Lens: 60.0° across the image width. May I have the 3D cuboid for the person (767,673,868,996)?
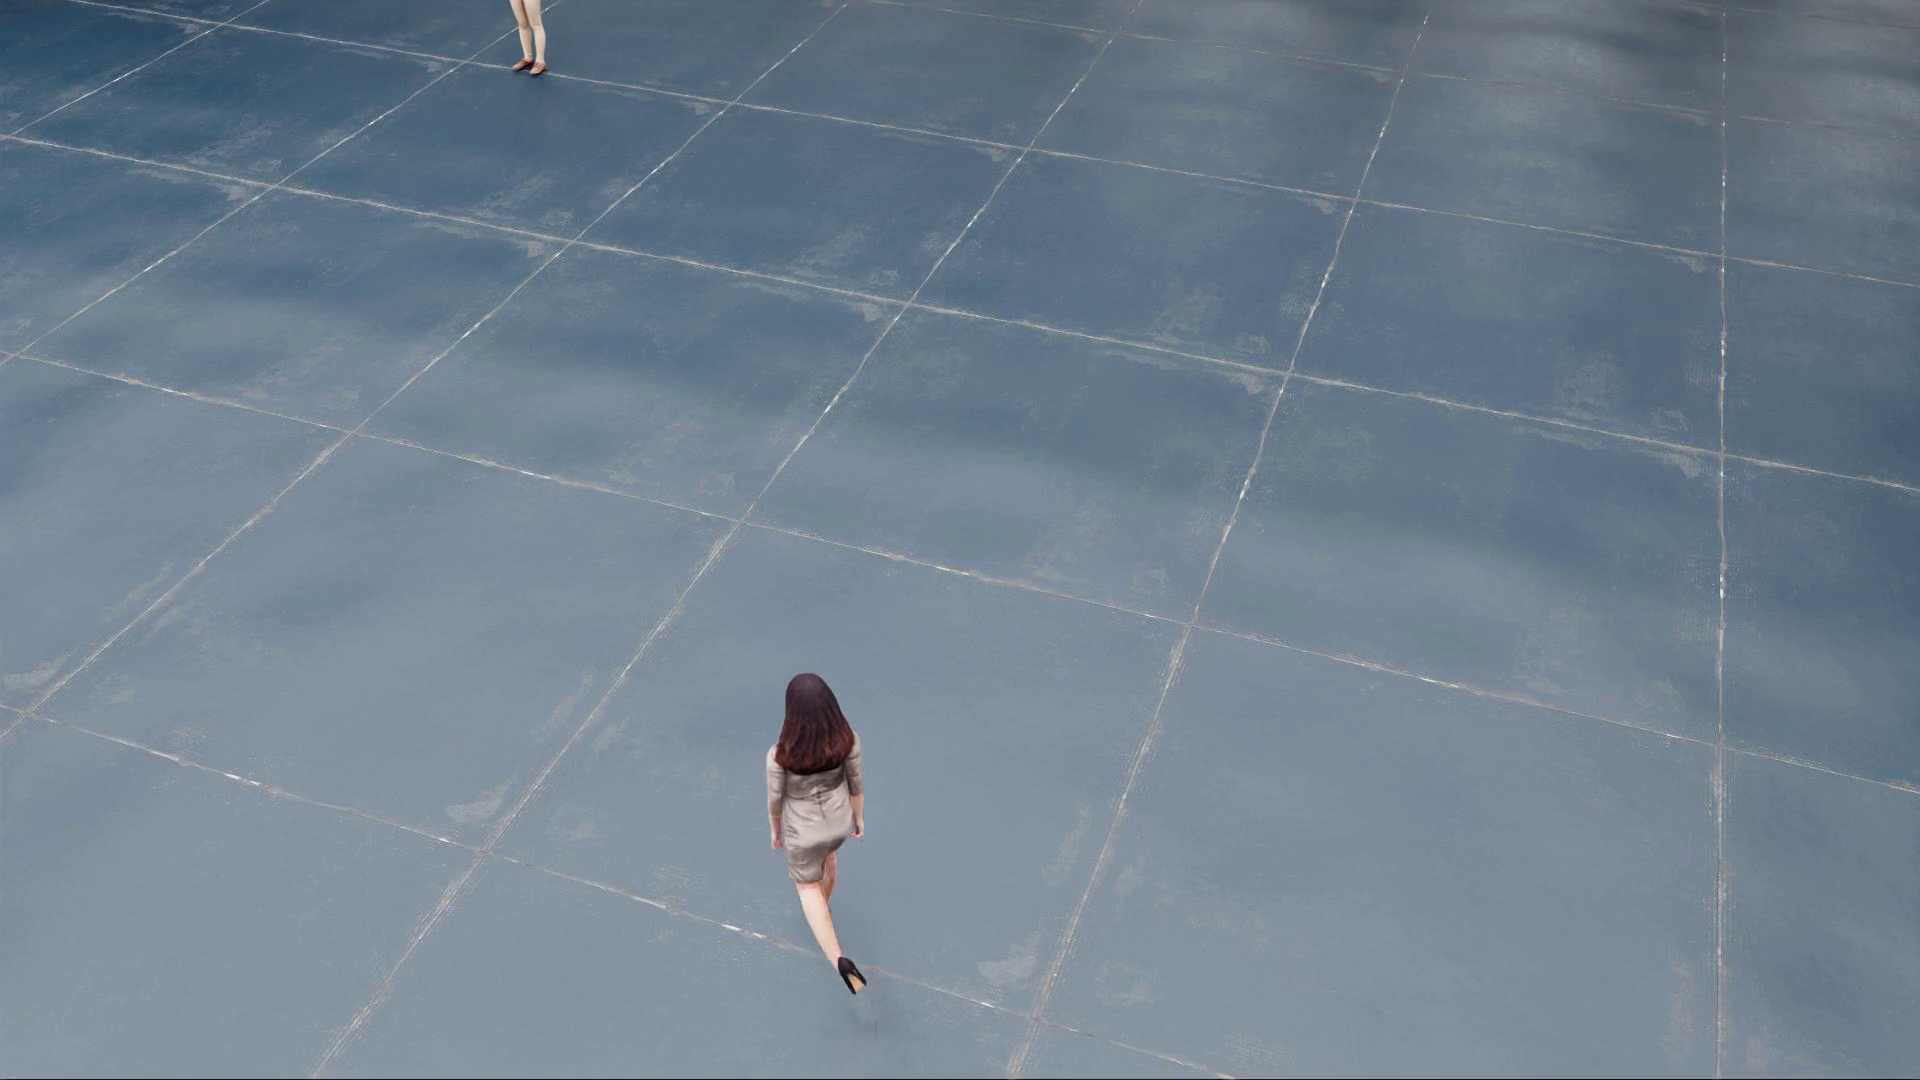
[{"bbox_3d":[-0.612,1.355,7.528,1.004,1.723,1.088,-14,40,-18],"label":"person"}]

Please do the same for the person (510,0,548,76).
[{"bbox_3d":[-4.259,-5.419,16.245,0.623,1.652,0.569,13,40,16],"label":"person"}]
